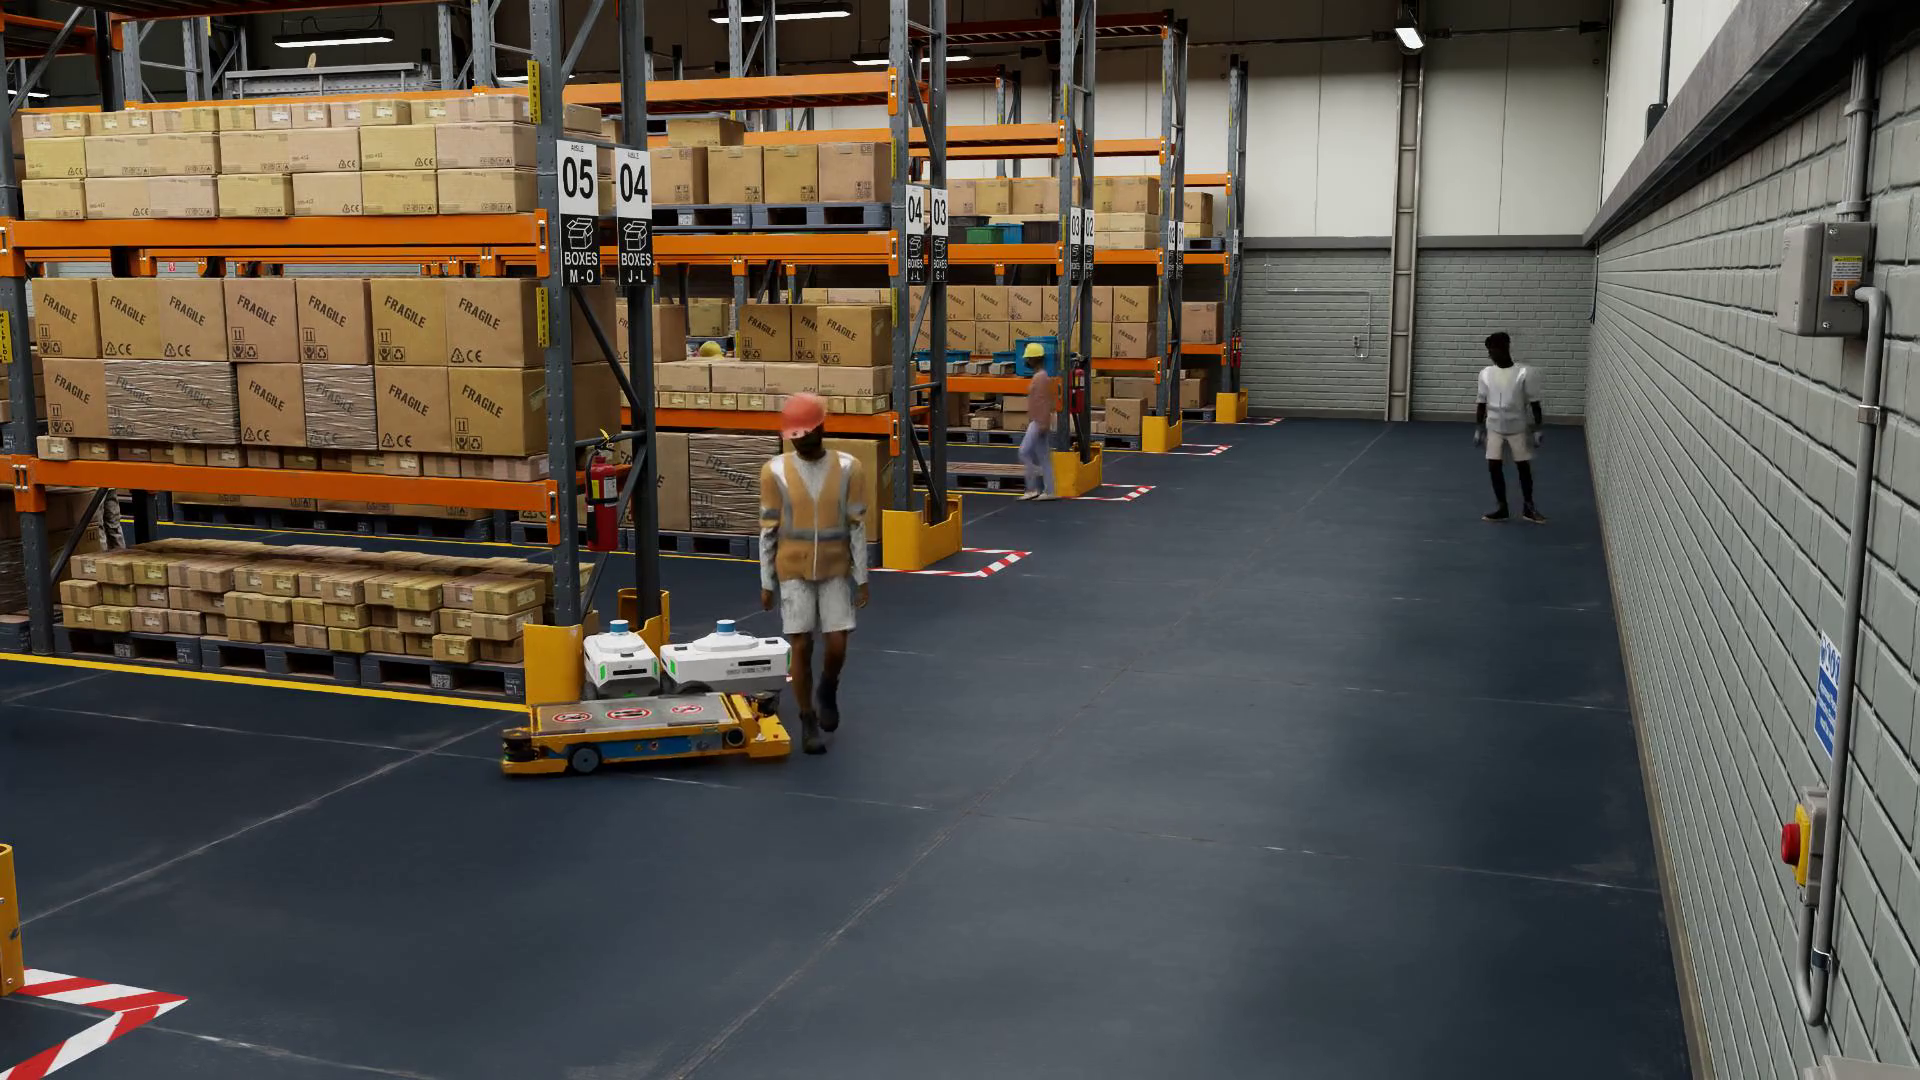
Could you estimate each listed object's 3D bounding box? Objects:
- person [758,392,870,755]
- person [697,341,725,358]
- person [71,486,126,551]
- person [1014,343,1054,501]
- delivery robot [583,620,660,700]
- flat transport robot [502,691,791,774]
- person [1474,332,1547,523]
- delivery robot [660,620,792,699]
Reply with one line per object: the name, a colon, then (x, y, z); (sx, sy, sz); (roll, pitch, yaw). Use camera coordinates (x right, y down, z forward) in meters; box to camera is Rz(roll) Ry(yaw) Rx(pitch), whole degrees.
person: (-0.760, 0.169, 8.699); (0.582, 1.902, 0.504); (-1, 9, -9)
person: (-2.511, -1.089, 16.769); (0.404, 1.830, 0.601); (5, 10, 28)
person: (-6.770, -0.385, 13.014); (0.317, 1.630, 0.513); (1, 9, 3)
person: (0.783, -1.281, 18.206); (0.580, 1.746, 0.556); (0, 9, 1)
delivery robot: (-1.906, 0.692, 9.333); (0.477, 0.478, 0.707); (-3, 10, -20)
flat transport robot: (-1.642, 0.988, 8.659); (1.431, 0.197, 0.652); (-2, 9, -15)
person: (5.575, -1.125, 16.739); (0.757, 1.925, 0.452); (7, 12, 38)
delivery robot: (-1.307, 0.692, 9.335); (0.707, 0.478, 0.477); (-3, 10, -19)
